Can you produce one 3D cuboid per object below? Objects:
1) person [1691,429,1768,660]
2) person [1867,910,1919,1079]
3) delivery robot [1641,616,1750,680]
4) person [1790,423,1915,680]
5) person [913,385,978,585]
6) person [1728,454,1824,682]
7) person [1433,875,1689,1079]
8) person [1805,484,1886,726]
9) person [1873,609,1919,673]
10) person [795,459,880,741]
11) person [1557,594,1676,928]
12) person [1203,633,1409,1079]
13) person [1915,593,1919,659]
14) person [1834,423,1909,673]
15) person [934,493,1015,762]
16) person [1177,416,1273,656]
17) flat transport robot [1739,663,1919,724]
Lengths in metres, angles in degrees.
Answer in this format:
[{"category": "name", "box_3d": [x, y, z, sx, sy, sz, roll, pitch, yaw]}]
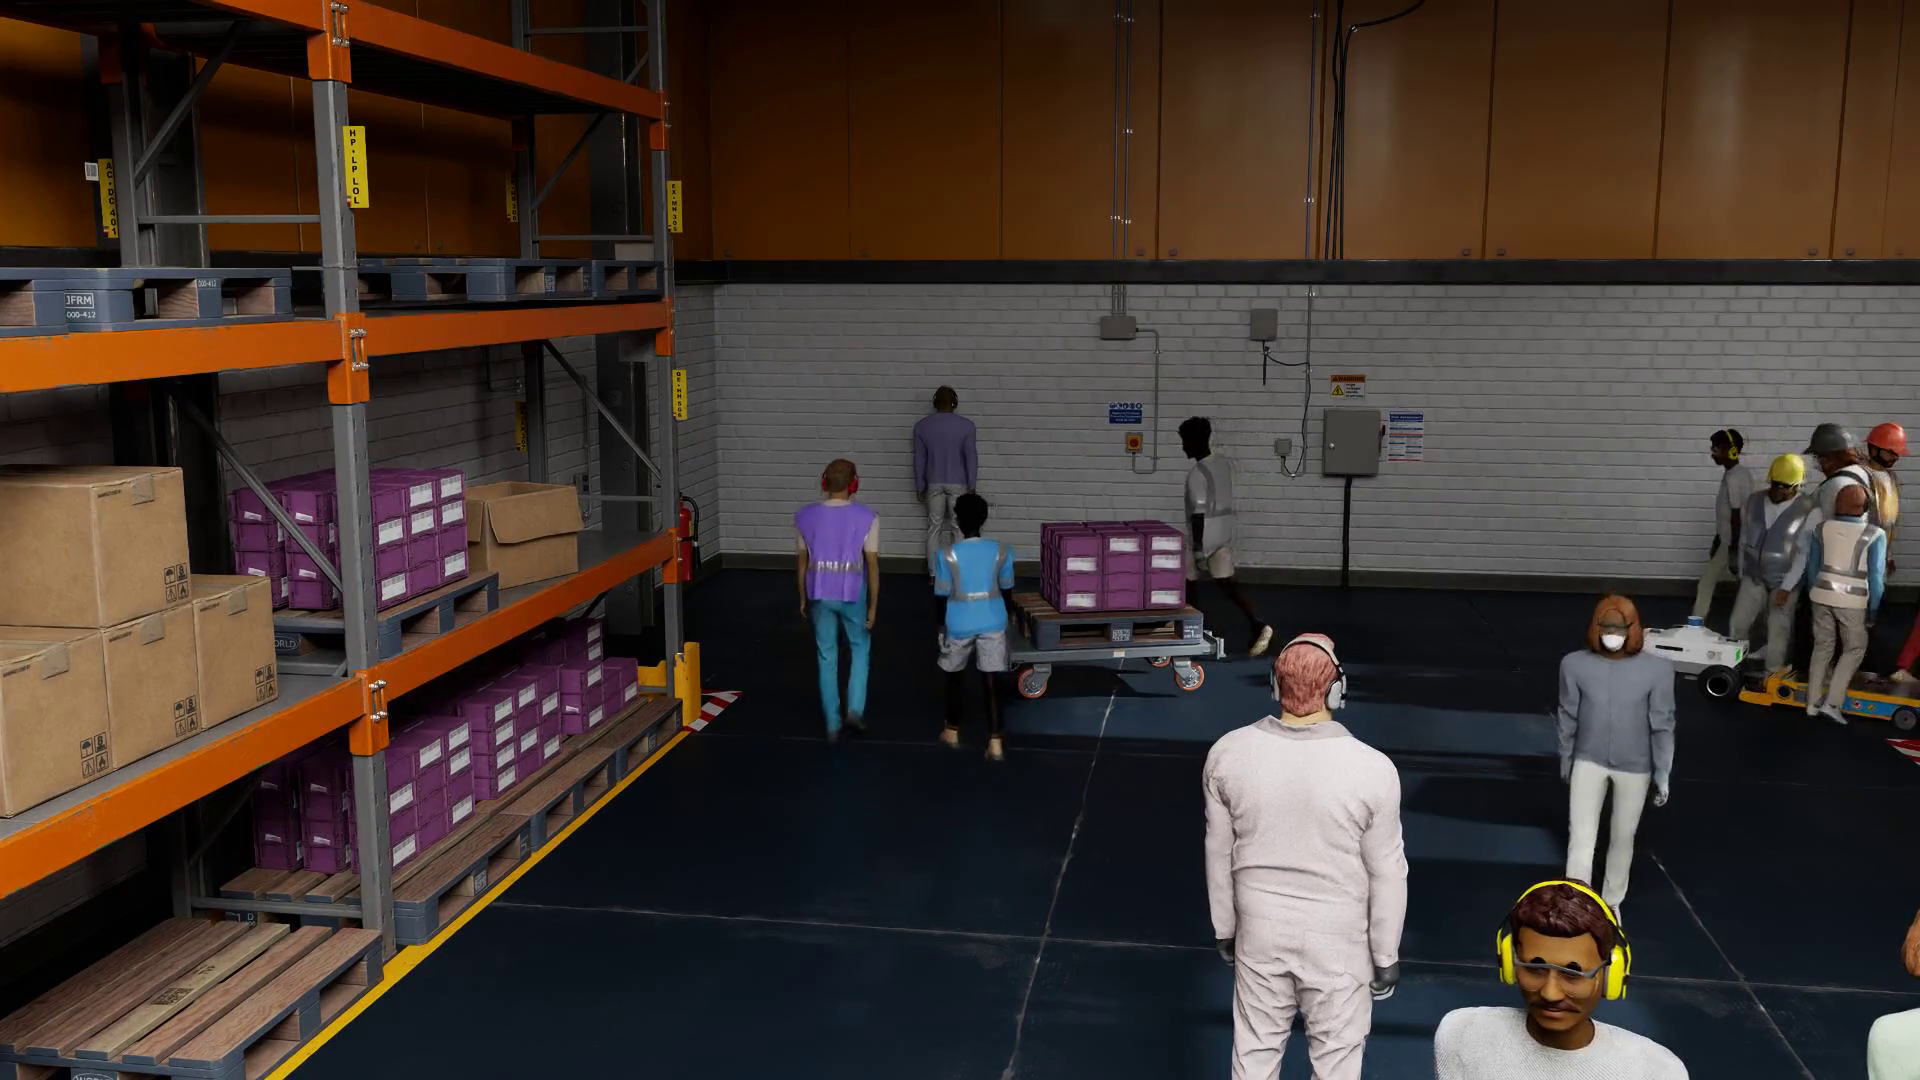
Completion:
[{"category": "person", "box_3d": [6.028, 0.033, 13.009, 0.960, 1.813, 0.510, 7, 12, 38]}, {"category": "person", "box_3d": [2.322, 1.595, 3.909, 0.498, 1.634, 0.283, -1, 9, -6]}, {"category": "delivery robot", "box_3d": [5.245, 0.788, 11.917, 0.707, 0.478, 0.477, 6, 11, 34]}, {"category": "person", "box_3d": [6.152, 0.152, 11.562, 0.707, 2.000, 0.808, -8, 12, -41]}, {"category": "person", "box_3d": [-0.134, -0.518, 16.021, 0.627, 1.935, 0.372, 2, 9, 12]}, {"category": "person", "box_3d": [5.665, 0.276, 11.614, 0.598, 1.776, 0.623, -6, 11, -32]}, {"category": "person", "box_3d": [1.161, 1.572, 3.327, 0.518, 1.873, 0.328, 4, 10, 21]}, {"category": "person", "box_3d": [5.867, 0.434, 11.130, 0.464, 1.619, 0.529, -5, 11, -30]}, {"category": "person", "box_3d": [7.111, 0.270, 11.893, 0.897, 1.693, 0.547, -2, 9, -9]}, {"category": "person", "box_3d": [-0.788, 0.390, 10.761, 0.562, 1.821, 0.472, 1, 9, 4]}, {"category": "person", "box_3d": [2.898, 1.049, 7.409, 0.506, 1.593, 0.821, 4, 10, 23]}, {"category": "person", "box_3d": [1.095, 1.236, 5.274, 0.643, 1.913, 0.410, 5, 10, 28]}, {"category": "person", "box_3d": [7.589, 0.051, 12.785, 0.346, 1.846, 0.507, 1, 9, 9]}, {"category": "person", "box_3d": [6.713, 0.099, 12.236, 0.543, 1.928, 0.372, -6, 11, -32]}, {"category": "person", "box_3d": [0.091, 0.543, 10.347, 0.538, 1.669, 0.744, -2, 9, -11]}, {"category": "person", "box_3d": [2.011, -0.019, 13.003, 0.918, 1.915, 0.646, 8, 12, 40]}, {"category": "flat transport robot", "box_3d": [6.190, 1.062, 11.389, 1.431, 0.197, 0.652, 8, 12, 40]}]
